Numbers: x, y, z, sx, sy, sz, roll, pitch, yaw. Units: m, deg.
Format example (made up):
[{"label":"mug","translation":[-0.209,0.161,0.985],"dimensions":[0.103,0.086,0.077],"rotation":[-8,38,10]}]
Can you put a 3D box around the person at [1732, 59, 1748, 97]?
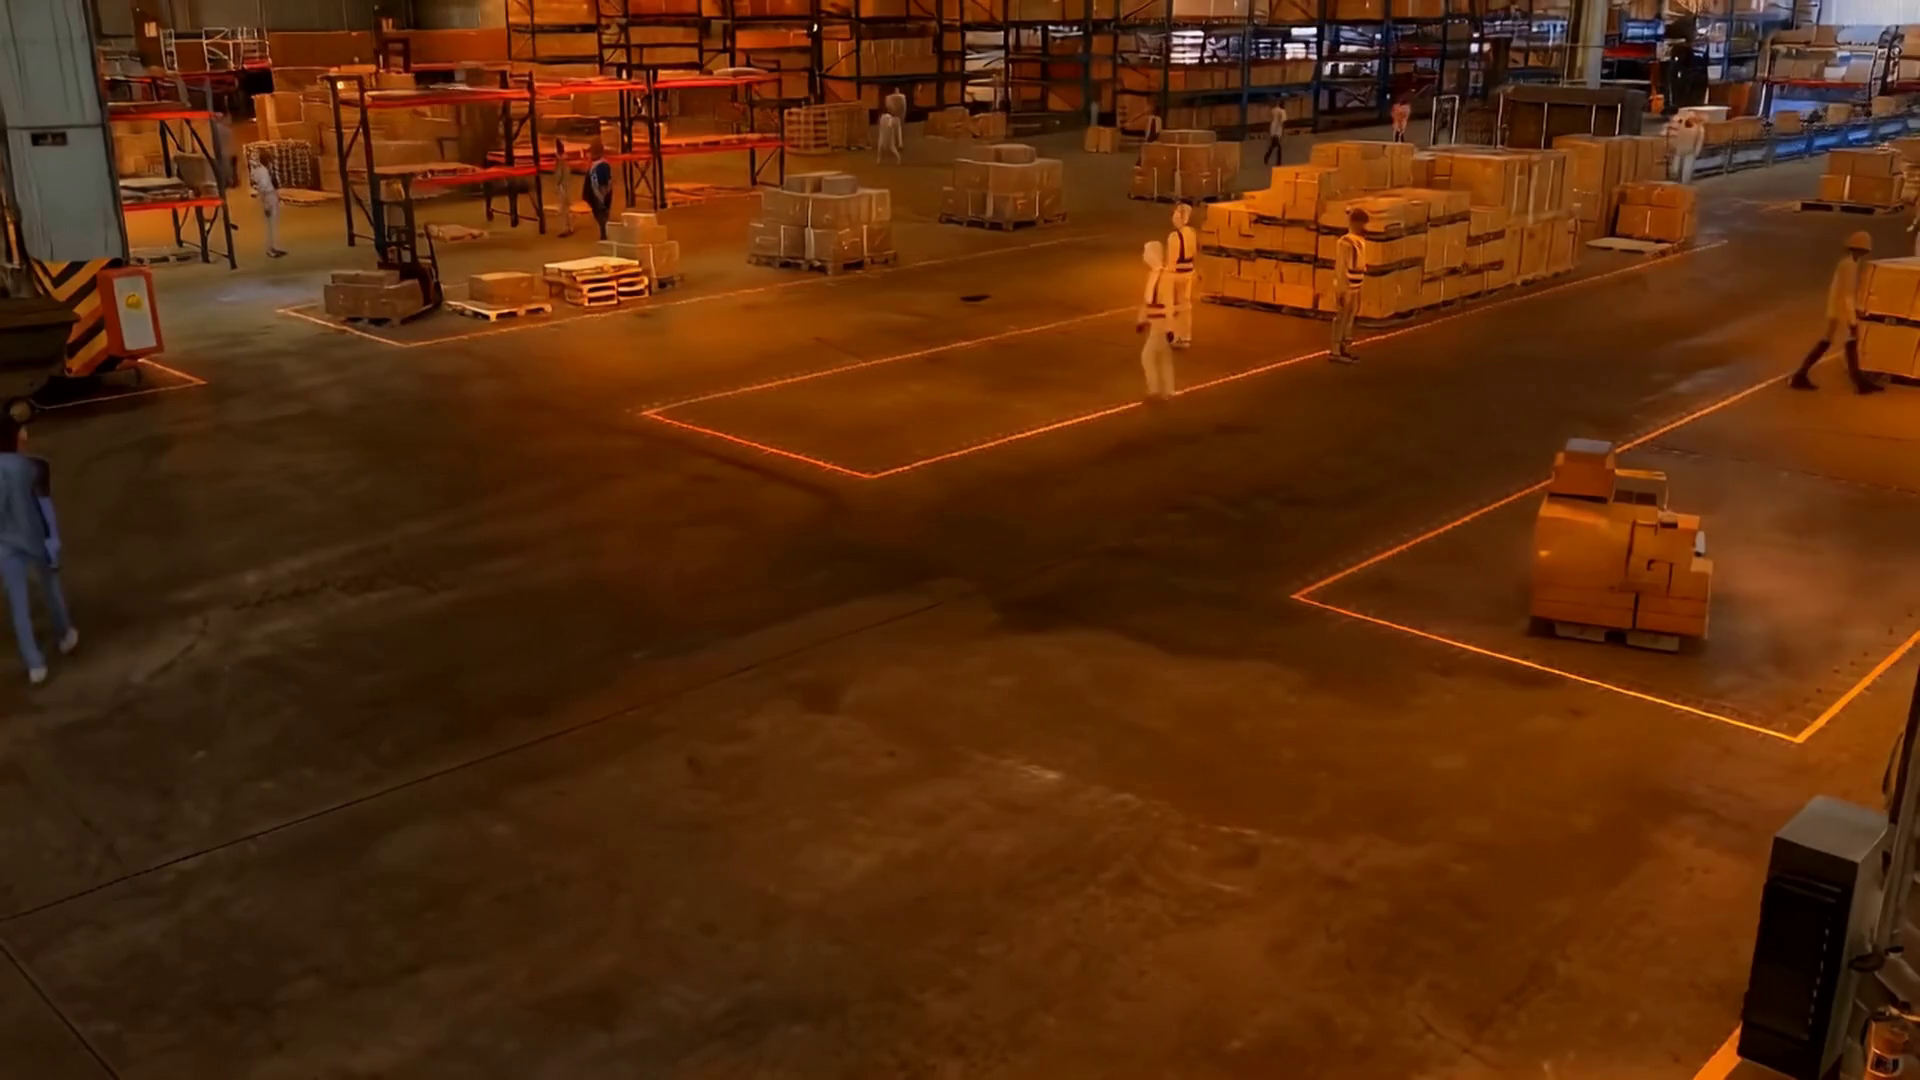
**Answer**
[{"label":"person","translation":[30.807,-18.069,65.806],"dimensions":[0.931,1.870,0.640],"rotation":[-14,23,-36]}]

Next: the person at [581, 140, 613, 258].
[{"label":"person","translation":[-6.283,-5.893,28.848],"dimensions":[0.538,2.000,0.689],"rotation":[-5,19,-13]}]

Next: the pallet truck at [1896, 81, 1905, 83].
[{"label":"pallet truck","translation":[34.802,-16.331,61.455],"dimensions":[0.653,1.274,1.630],"rotation":[17,25,41]}]

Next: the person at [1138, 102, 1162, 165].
[{"label":"person","translation":[4.764,-9.863,41.060],"dimensions":[0.988,1.878,0.598],"rotation":[4,19,13]}]

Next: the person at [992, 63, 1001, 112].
[{"label":"person","translation":[1.342,-16.359,60.540],"dimensions":[0.364,1.939,0.636],"rotation":[2,19,7]}]

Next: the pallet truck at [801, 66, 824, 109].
[{"label":"pallet truck","translation":[-4.812,-15.182,56.903],"dimensions":[0.823,1.965,1.885],"rotation":[-9,21,-26]}]

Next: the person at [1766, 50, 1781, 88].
[{"label":"person","translation":[38.722,-22.360,78.962],"dimensions":[0.900,1.724,0.536],"rotation":[-17,25,-42]}]

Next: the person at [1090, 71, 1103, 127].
[{"label":"person","translation":[4.413,-14.140,53.784],"dimensions":[0.393,1.985,0.611],"rotation":[-3,19,-9]}]

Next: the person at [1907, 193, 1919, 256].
[{"label":"person","translation":[15.691,-5.146,26.833],"dimensions":[0.542,1.902,0.925],"rotation":[-9,20,-24]}]

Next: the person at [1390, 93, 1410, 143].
[{"label":"person","translation":[12.530,-11.882,47.462],"dimensions":[0.550,1.671,0.654],"rotation":[4,19,12]}]

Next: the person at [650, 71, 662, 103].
[{"label":"person","translation":[-10.129,-14.598,55.275],"dimensions":[0.543,1.918,0.568],"rotation":[-3,19,-8]}]

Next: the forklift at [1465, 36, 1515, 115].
[{"label":"forklift","translation":[19.973,-17.201,61.605],"dimensions":[1.873,2.768,1.129],"rotation":[16,24,40]}]

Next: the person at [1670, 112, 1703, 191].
[{"label":"person","translation":[16.260,-8.618,37.300],"dimensions":[0.431,1.892,0.646],"rotation":[-16,24,-41]}]

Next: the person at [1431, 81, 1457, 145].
[{"label":"person","translation":[13.832,-12.124,47.691],"dimensions":[0.647,1.990,1.011],"rotation":[17,25,42]}]

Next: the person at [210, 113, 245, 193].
[{"label":"person","translation":[-16.870,-8.848,38.128],"dimensions":[0.647,1.808,0.774],"rotation":[10,21,29]}]

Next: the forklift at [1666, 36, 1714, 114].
[{"label":"forklift","translation":[27.341,-17.291,61.877],"dimensions":[1.129,2.768,1.873],"rotation":[17,25,41]}]

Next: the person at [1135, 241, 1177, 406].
[{"label":"person","translation":[2.200,-2.435,18.705],"dimensions":[0.614,1.860,0.645],"rotation":[-1,18,-4]}]

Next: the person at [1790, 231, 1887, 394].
[{"label":"person","translation":[10.258,-2.619,19.236],"dimensions":[1.015,1.882,0.569],"rotation":[9,20,25]}]

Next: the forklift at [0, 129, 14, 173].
[{"label":"forklift","translation":[-24.027,-10.894,42.604],"dimensions":[1.129,2.768,1.873],"rotation":[17,25,41]}]

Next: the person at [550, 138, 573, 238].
[{"label":"person","translation":[-7.513,-6.635,31.365],"dimensions":[0.334,1.864,0.521],"rotation":[-4,19,-12]}]

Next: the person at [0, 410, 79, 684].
[{"label":"person","translation":[-6.414,0.009,11.382],"dimensions":[0.530,1.832,0.879],"rotation":[-7,19,-19]}]

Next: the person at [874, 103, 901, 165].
[{"label":"person","translation":[-1.960,-10.807,44.306],"dimensions":[0.671,1.613,0.522],"rotation":[6,19,18]}]

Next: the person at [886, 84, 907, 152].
[{"label":"person","translation":[-1.841,-12.234,48.170],"dimensions":[0.634,1.908,0.875],"rotation":[-2,18,-7]}]

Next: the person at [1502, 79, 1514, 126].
[{"label":"person","translation":[17.964,-14.188,54.348],"dimensions":[0.670,1.727,0.573],"rotation":[-6,19,-17]}]

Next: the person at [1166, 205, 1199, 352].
[{"label":"person","translation":[2.845,-3.391,21.554],"dimensions":[0.346,1.883,0.584],"rotation":[15,24,38]}]

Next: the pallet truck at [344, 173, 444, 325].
[{"label":"pallet truck","translation":[-8.209,-4.181,23.757],"dimensions":[0.823,1.965,1.885],"rotation":[3,19,9]}]

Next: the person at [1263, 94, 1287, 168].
[{"label":"person","translation":[8.178,-10.550,43.023],"dimensions":[0.586,1.948,0.635],"rotation":[-16,24,-40]}]

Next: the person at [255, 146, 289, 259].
[{"label":"person","translation":[-12.010,-5.877,28.977],"dimensions":[0.385,1.928,0.589],"rotation":[0,18,-1]}]

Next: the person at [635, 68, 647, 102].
[{"label":"person","translation":[-11.977,-16.926,62.640],"dimensions":[0.538,1.684,0.480],"rotation":[1,18,4]}]

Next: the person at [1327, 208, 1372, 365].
[{"label":"person","translation":[4.891,-3.174,20.825],"dimensions":[0.425,1.938,0.603],"rotation":[12,22,31]}]

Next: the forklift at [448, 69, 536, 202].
[{"label":"forklift","translation":[-10.592,-9.078,37.133],"dimensions":[1.129,2.768,1.873],"rotation":[17,25,41]}]

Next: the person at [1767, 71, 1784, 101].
[{"label":"person","translation":[31.881,-17.761,64.977],"dimensions":[0.602,1.810,0.796],"rotation":[14,23,35]}]

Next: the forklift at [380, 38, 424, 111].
[{"label":"forklift","translation":[-19.986,-16.397,59.182],"dimensions":[1.129,2.768,1.873],"rotation":[-13,23,-35]}]
